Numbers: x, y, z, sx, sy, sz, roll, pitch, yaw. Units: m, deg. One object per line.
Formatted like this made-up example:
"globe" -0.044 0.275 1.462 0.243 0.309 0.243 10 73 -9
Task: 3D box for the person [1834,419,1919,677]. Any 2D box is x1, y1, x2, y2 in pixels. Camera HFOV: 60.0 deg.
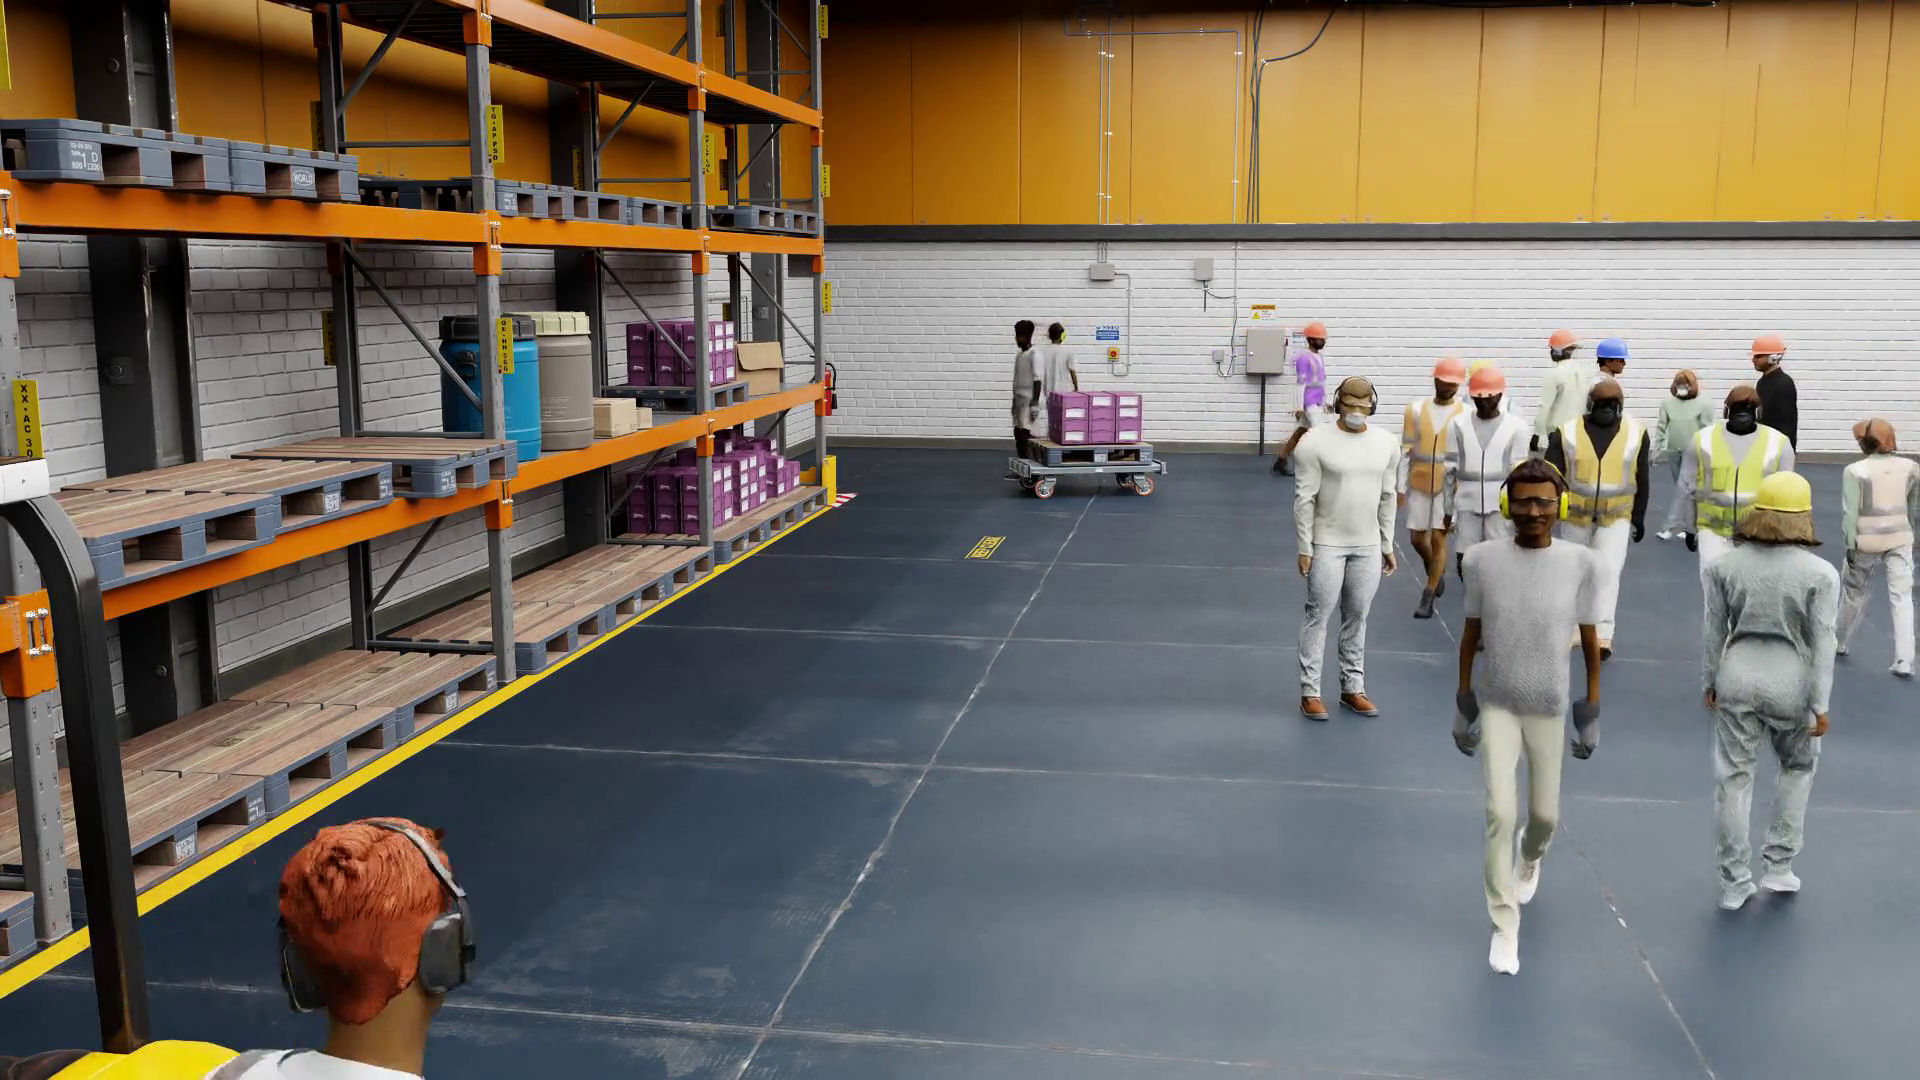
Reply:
"person" 5.768 0.029 10.468 0.530 1.578 0.903 1 9 4

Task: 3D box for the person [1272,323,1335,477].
"person" 4.208 -1.670 20.030 0.986 1.897 0.560 5 11 29

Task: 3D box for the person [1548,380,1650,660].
"person" 4.119 -0.132 10.824 0.662 1.788 0.949 4 10 21

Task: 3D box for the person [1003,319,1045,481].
"person" 0.847 -1.650 19.735 0.574 1.941 0.646 -3 10 -19

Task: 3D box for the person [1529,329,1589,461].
"person" 5.849 -1.074 16.180 0.628 1.944 1.047 -7 12 -38

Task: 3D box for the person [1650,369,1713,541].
"person" 6.664 -0.783 15.411 0.795 1.587 0.539 -7 11 -36

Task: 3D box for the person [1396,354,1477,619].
"person" 3.485 -0.406 12.133 0.575 1.919 0.663 5 10 26

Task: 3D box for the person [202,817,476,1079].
"person" -0.653 1.248 2.185 0.602 1.837 0.944 5 11 30

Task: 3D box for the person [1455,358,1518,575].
"person" 4.355 -0.636 13.927 0.581 1.797 0.855 3 10 18

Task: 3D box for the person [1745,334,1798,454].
"person" 7.001 -0.786 14.356 0.511 1.968 0.626 1 9 5

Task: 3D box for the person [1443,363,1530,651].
"person" 3.493 -0.228 11.066 0.552 1.908 0.580 5 10 27

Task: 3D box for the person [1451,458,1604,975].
"person" 2.095 0.599 6.165 0.518 1.851 0.771 3 10 16

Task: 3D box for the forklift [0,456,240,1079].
"forklift" -2.328 0.975 2.765 2.313 2.155 1.214 1 9 9

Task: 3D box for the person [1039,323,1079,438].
"person" 1.271 -1.831 21.166 0.541 1.842 0.764 5 10 27

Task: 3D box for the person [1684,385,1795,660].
"person" 4.932 -0.086 10.554 0.633 1.810 0.943 4 10 24

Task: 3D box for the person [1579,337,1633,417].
"person" 5.460 -0.748 14.147 0.405 1.945 0.615 3 10 16

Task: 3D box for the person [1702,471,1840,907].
"person" 3.210 0.583 6.596 0.511 1.722 0.554 8 12 41

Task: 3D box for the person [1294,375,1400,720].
"person" 2.166 0.041 9.332 0.629 1.933 0.379 -2 9 -13
